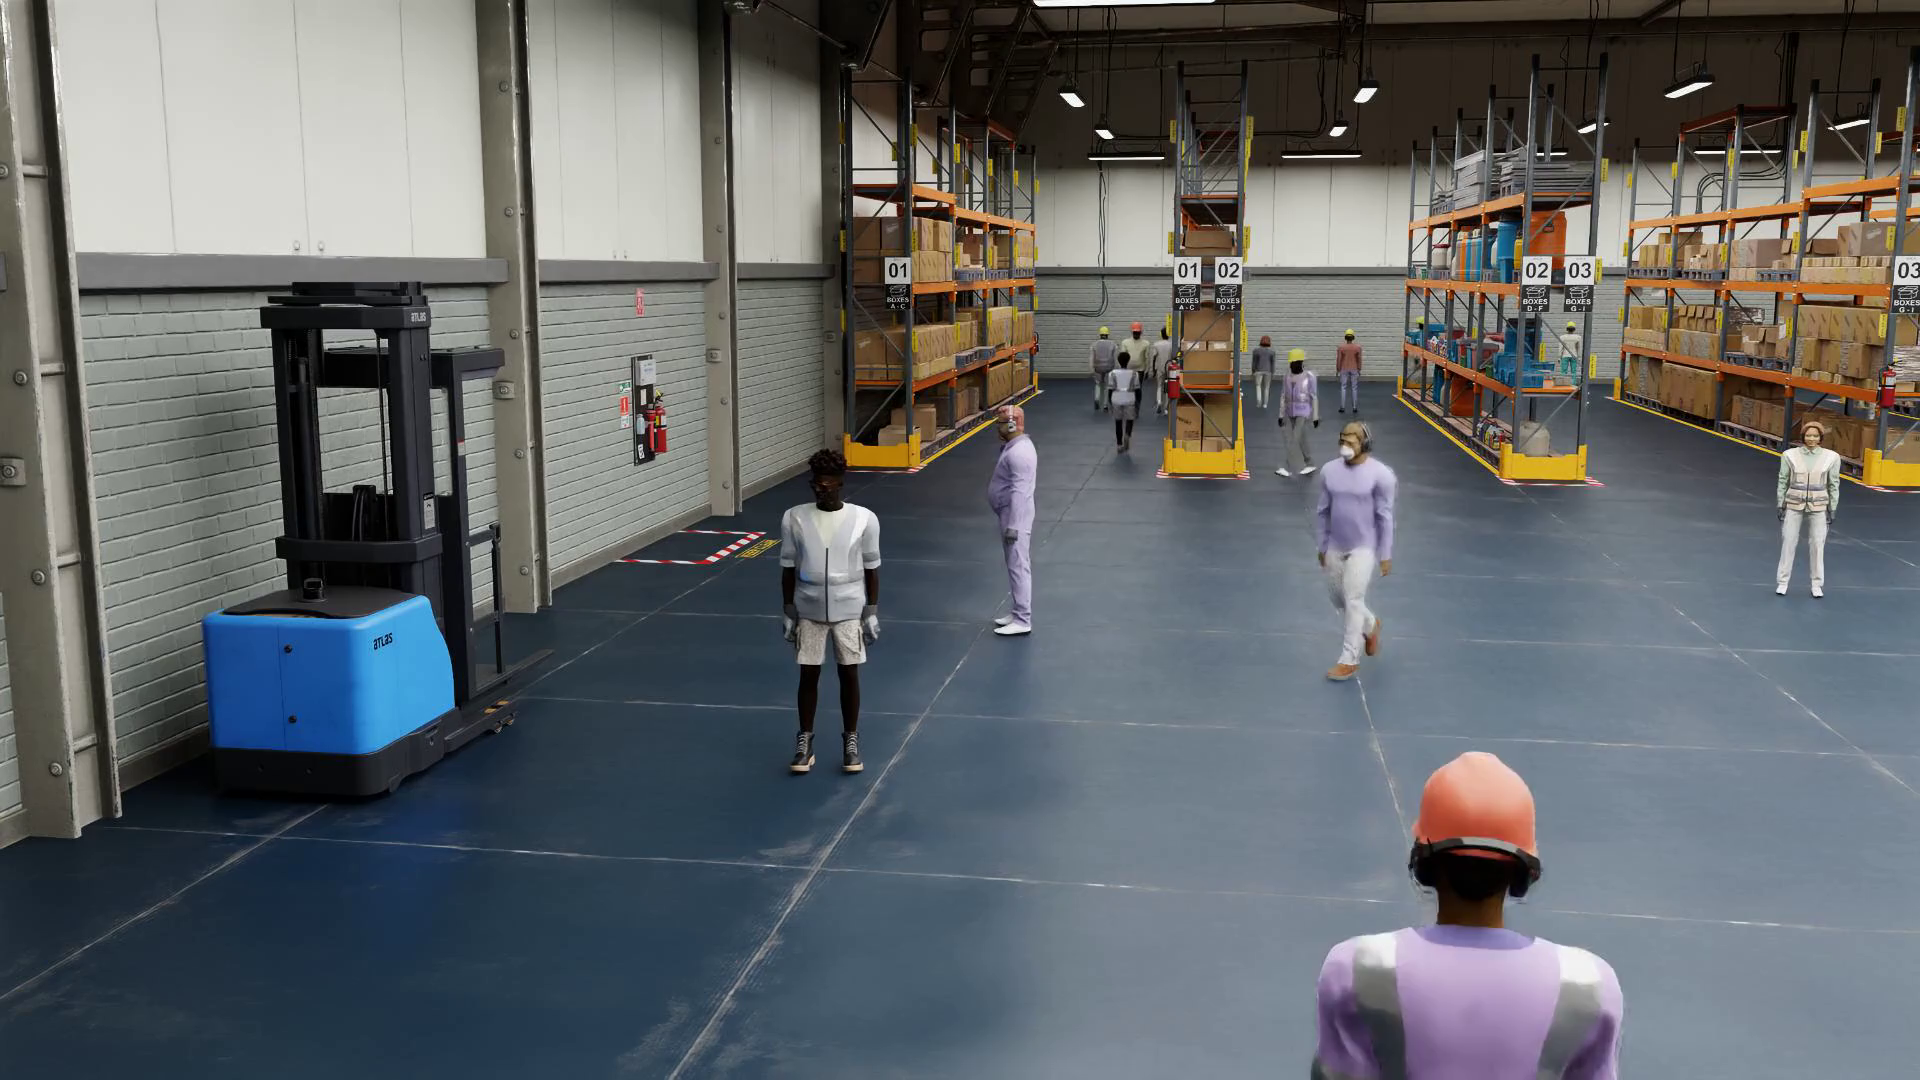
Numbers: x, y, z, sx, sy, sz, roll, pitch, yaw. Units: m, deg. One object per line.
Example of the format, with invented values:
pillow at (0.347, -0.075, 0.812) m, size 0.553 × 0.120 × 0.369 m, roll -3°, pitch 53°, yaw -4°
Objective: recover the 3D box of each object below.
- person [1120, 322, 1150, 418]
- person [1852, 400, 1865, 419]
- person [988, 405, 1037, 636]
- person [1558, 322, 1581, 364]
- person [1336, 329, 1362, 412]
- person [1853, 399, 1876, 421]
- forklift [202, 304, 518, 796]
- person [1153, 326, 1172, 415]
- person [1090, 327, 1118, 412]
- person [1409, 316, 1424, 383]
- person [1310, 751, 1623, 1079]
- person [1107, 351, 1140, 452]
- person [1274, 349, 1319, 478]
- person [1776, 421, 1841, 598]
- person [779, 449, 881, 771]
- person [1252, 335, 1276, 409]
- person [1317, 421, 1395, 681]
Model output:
person at (3.636, -3.545, 34.462) m, size 0.617 × 1.970 × 0.873 m, roll 2°, pitch 9°, yaw 13°
person at (16.311, -2.820, 30.333) m, size 0.542 × 1.852 × 0.477 m, roll 2°, pitch 9°, yaw 11°
person at (0.433, -0.172, 13.843) m, size 0.403 × 1.904 × 0.652 m, roll 1°, pitch 9°, yaw 5°
person at (14.886, -4.445, 40.628) m, size 0.534 × 1.766 × 0.319 m, roll 2°, pitch 9°, yaw 10°
person at (8.291, -3.610, 35.481) m, size 0.531 × 1.765 × 0.327 m, roll 1°, pitch 9°, yaw 4°
person at (17.863, -3.211, 32.747) m, size 0.584 × 1.862 × 0.822 m, roll 1°, pitch 9°, yaw 9°
forklift at (-3.673, -0.038, 10.147) m, size 1.129 × 2.768 × 1.873 m, roll 1°, pitch 9°, yaw 9°
person at (4.293, -3.533, 34.752) m, size 0.521 × 1.857 × 0.456 m, roll 2°, pitch 9°, yaw 12°
person at (3.089, -3.651, 35.601) m, size 0.599 × 1.813 × 0.429 m, roll 2°, pitch 9°, yaw 11°
person at (11.189, -4.508, 40.577) m, size 0.473 × 1.905 × 0.605 m, roll 1°, pitch 9°, yaw 5°
person at (1.031, 1.448, 3.469) m, size 0.609 × 2.031 × 0.485 m, roll 2°, pitch 9°, yaw 11°
person at (2.697, -2.275, 27.470) m, size 0.546 × 1.680 × 0.560 m, roll 1°, pitch 9°, yaw 7°
person at (4.939, -1.860, 24.382) m, size 1.025 × 1.864 × 0.591 m, roll -7°, pitch 11°, yaw -36°
person at (7.843, -0.287, 15.404) m, size 0.513 × 1.630 × 0.318 m, roll 5°, pitch 10°, yaw 28°
person at (-0.780, 0.422, 10.001) m, size 0.608 × 1.963 × 0.374 m, roll 0°, pitch 9°, yaw 1°
person at (6.614, -3.654, 36.200) m, size 0.502 × 1.612 × 0.682 m, roll 1°, pitch 9°, yaw 6°
person at (2.991, 0.052, 12.464) m, size 0.784 × 1.919 × 0.635 m, roll -8°, pitch 12°, yaw -42°
